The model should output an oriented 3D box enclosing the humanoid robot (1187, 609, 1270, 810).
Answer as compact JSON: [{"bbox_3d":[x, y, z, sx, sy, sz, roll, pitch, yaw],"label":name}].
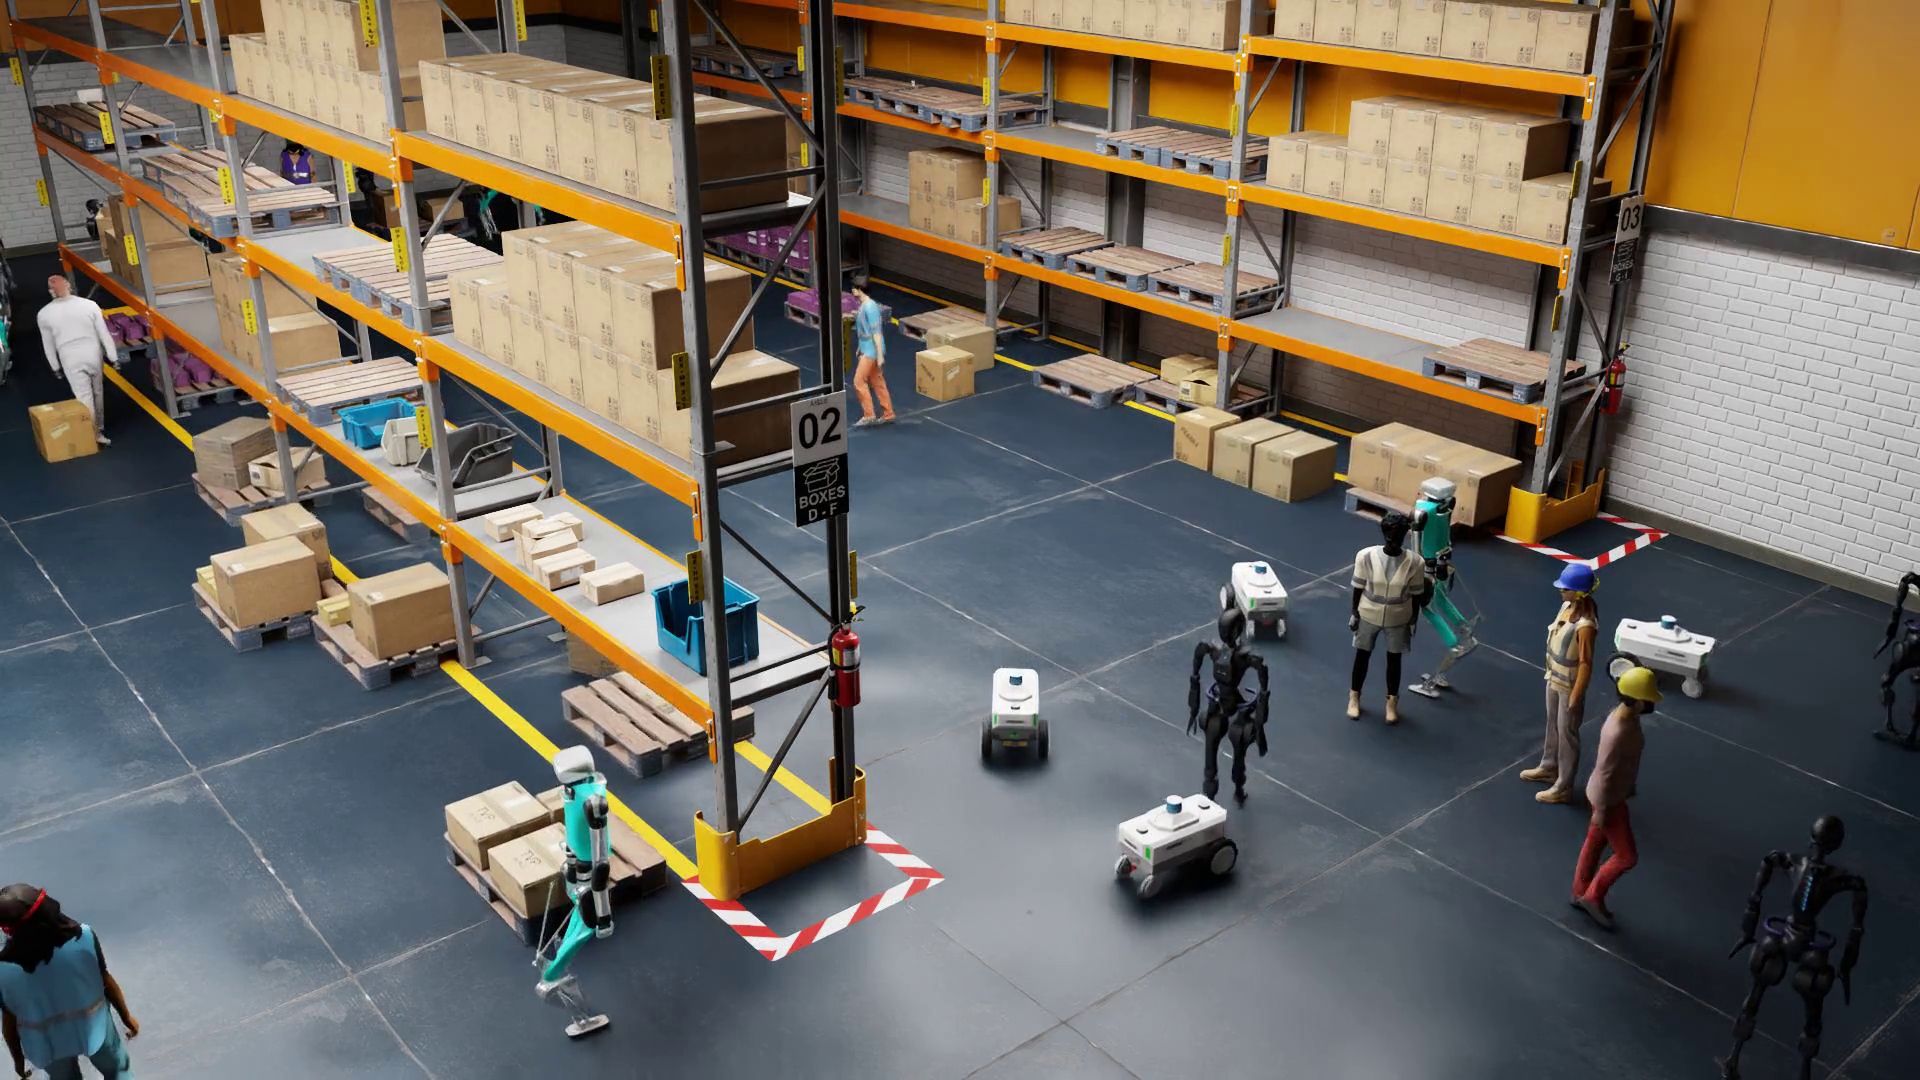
[{"bbox_3d":[1.810,1.185,11.176,0.591,1.649,0.639,14,27,28],"label":"humanoid robot"}]

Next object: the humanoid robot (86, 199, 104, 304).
[{"bbox_3d":[-11.790,-3.902,22.966,0.787,1.623,0.589,-14,27,-29],"label":"humanoid robot"}]

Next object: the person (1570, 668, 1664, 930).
[{"bbox_3d":[4.037,1.569,10.126,0.458,1.751,0.544,13,27,28],"label":"person"}]

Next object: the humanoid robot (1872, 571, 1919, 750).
[{"bbox_3d":[7.043,0.741,12.148,0.598,1.644,0.334,2,23,5],"label":"humanoid robot"}]

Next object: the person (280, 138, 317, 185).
[{"bbox_3d":[-10.465,-5.545,26.386,0.533,1.933,0.409,-5,24,-12],"label":"person"}]

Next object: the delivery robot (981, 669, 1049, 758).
[{"bbox_3d":[0.411,1.273,12.355,0.499,0.611,0.809,1,23,2],"label":"delivery robot"}]

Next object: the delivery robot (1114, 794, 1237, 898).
[{"bbox_3d":[1.394,1.937,10.802,0.789,0.598,0.499,-15,27,-30],"label":"delivery robot"}]

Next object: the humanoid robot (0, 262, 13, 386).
[{"bbox_3d":[-11.773,-2.764,20.259,0.550,1.759,1.039,-6,24,-13],"label":"humanoid robot"}]

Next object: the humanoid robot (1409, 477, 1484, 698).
[{"bbox_3d":[3.765,0.405,12.783,0.683,1.739,0.530,21,31,40],"label":"humanoid robot"}]

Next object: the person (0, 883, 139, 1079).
[{"bbox_3d":[-4.308,2.404,8.087,0.559,1.840,0.590,-12,26,-26],"label":"person"}]

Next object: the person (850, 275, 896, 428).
[{"bbox_3d":[-1.012,-2.119,18.703,0.614,1.729,0.499,-2,23,-5],"label":"person"}]

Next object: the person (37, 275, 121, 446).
[{"bbox_3d":[-9.628,-1.980,18.250,0.682,1.844,0.972,-16,28,-32],"label":"person"}]

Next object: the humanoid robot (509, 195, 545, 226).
[{"bbox_3d":[-6.896,-5.510,26.610,0.530,1.837,0.693,-16,28,-32],"label":"humanoid robot"}]

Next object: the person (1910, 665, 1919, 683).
[{"bbox_3d":[7.814,0.262,12.953,0.546,1.926,0.388,14,27,28],"label":"person"}]

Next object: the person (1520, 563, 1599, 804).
[{"bbox_3d":[4.160,0.980,11.469,0.321,1.776,0.481,-1,23,-1],"label":"person"}]

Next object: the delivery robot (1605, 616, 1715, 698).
[{"bbox_3d":[5.584,0.888,13.218,0.777,0.587,0.499,14,27,30],"label":"delivery robot"}]

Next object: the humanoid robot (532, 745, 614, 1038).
[{"bbox_3d":[-2.194,2.040,9.172,0.693,1.868,0.566,-12,26,-26],"label":"humanoid robot"}]

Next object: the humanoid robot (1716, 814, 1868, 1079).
[{"bbox_3d":[4.397,2.202,8.777,0.608,1.638,0.391,15,27,30],"label":"humanoid robot"}]

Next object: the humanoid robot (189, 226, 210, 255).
[{"bbox_3d":[-10.782,-4.095,23.267,0.914,1.763,0.553,-2,23,-3],"label":"humanoid robot"}]

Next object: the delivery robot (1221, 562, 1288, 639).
[{"bbox_3d":[2.549,0.472,14.175,0.499,0.583,0.758,-2,23,-4],"label":"delivery robot"}]

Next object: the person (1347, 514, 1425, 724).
[{"bbox_3d":[3.185,0.583,12.501,0.533,1.692,0.320,6,24,13],"label":"person"}]

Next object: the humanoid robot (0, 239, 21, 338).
[{"bbox_3d":[-12.698,-3.444,21.847,0.602,1.648,0.431,15,27,31],"label":"humanoid robot"}]

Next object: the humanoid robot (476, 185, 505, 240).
[{"bbox_3d":[-7.756,-5.772,27.177,0.757,1.800,0.550,14,27,30],"label":"humanoid robot"}]

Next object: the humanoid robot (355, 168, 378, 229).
[{"bbox_3d":[-9.977,-6.024,27.825,0.450,1.646,0.585,-14,27,-30],"label":"humanoid robot"}]
